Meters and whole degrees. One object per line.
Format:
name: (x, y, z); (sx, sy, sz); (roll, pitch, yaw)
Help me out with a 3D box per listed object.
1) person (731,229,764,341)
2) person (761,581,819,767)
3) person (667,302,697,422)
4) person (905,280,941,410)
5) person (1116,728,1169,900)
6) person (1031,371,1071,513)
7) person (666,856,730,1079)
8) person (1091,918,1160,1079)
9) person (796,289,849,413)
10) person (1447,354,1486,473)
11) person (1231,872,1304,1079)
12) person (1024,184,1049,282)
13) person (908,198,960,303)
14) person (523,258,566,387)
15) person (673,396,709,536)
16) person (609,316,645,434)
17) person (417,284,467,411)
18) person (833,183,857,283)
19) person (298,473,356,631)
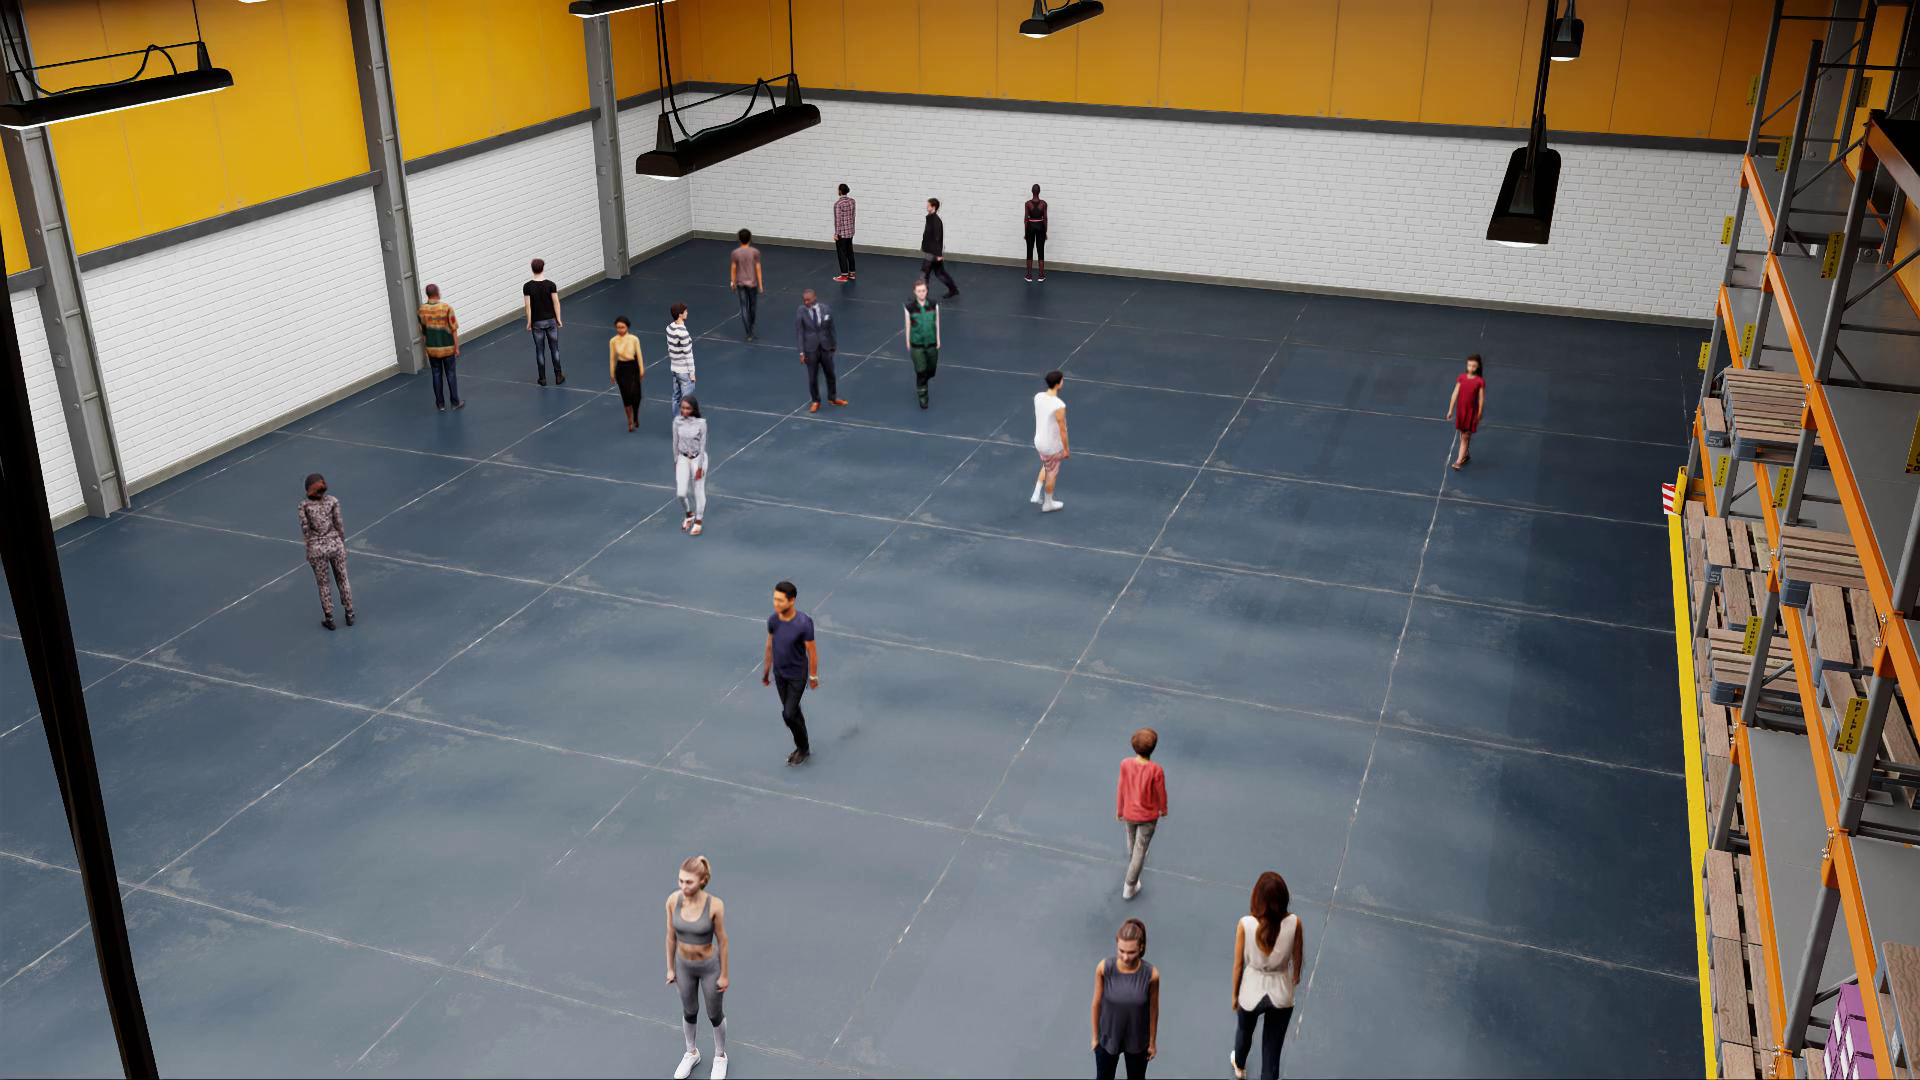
person: (-3.415, -4.062, 26.650); (0.995, 1.742, 1.179); (-4, 24, -10)
person: (-1.427, 1.149, 14.685); (0.725, 1.779, 0.710); (17, 29, 33)
person: (-3.765, -2.307, 22.497); (0.715, 1.854, 0.725); (-18, 30, -36)
person: (-0.527, -2.819, 23.708); (1.015, 1.821, 1.135); (-7, 24, -15)
person: (1.367, 2.142, 12.895); (0.612, 1.393, 0.879); (14, 27, 29)
person: (1.010, -1.158, 19.964); (0.855, 1.777, 0.814); (-16, 29, -33)
person: (-1.714, 2.820, 10.958); (0.602, 1.702, 0.556); (4, 24, 10)
person: (1.020, 3.087, 10.323); (0.596, 1.722, 0.568); (5, 24, 11)
person: (-1.985, -2.687, 23.452); (0.938, 1.786, 0.929); (-13, 27, -27)
person: (6.572, -1.673, 21.472); (0.758, 1.513, 1.089); (18, 29, 35)
person: (1.956, 2.965, 10.555); (0.743, 1.759, 0.963); (3, 24, 7)
person: (1.364, -5.566, 30.072); (0.660, 1.758, 0.646); (0, 24, -1)
person: (-0.373, -4.968, 28.656); (1.158, 1.796, 1.235); (-4, 24, -10)
person: (-6.139, -3.225, 24.542); (0.760, 1.897, 0.779); (-6, 24, -13)
person: (-3.095, -0.906, 19.469); (0.635, 1.711, 0.642); (5, 24, 11)
person: (-4.517, -2.269, 22.671); (0.712, 1.644, 0.748); (-2, 24, -5)
person: (-7.355, -2.735, 23.536); (0.800, 1.805, 0.801); (-1, 24, -3)
person: (-2.096, -5.578, 30.096); (0.812, 1.761, 0.610); (15, 28, 31)
person: (-6.536, 0.105, 17.154); (0.669, 1.714, 0.744); (-15, 28, -30)
